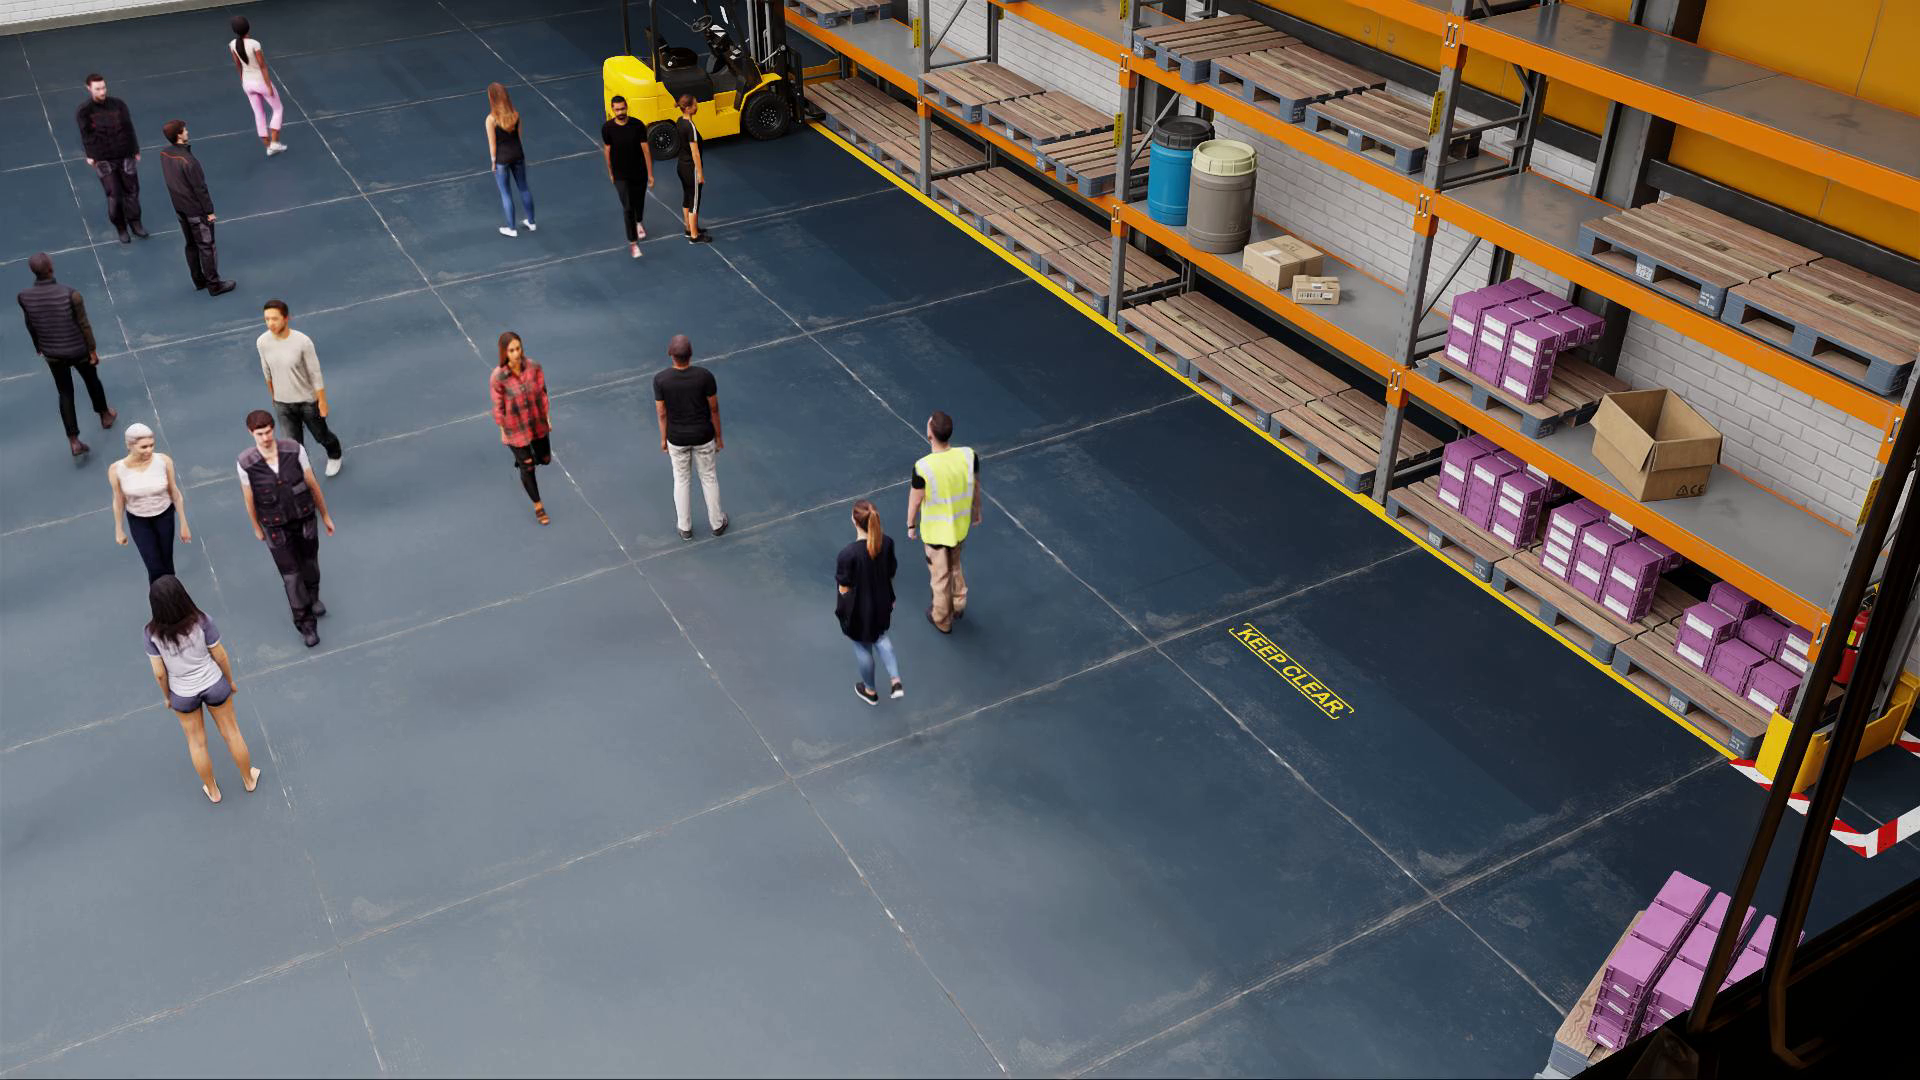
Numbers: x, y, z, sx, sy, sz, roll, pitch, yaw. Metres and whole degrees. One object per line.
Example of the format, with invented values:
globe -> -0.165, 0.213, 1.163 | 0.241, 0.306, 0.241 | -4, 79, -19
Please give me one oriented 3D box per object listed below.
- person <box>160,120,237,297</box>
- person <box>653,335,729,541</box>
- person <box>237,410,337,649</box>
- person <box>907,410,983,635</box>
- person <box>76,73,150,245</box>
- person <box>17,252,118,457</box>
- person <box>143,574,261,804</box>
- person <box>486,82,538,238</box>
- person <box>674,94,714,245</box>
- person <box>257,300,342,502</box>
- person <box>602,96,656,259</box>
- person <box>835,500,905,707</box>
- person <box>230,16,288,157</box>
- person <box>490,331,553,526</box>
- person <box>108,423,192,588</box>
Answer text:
person -> -7.950, -3.439, 17.198 | 0.687, 1.840, 0.842 | 20, 38, 27
person -> -2.151, -0.813, 13.278 | 0.736, 1.805, 0.724 | -5, 34, -7
person -> -4.996, -0.190, 12.322 | 0.731, 1.826, 0.998 | -23, 40, -31
person -> -0.078, -0.080, 12.148 | 0.706, 1.836, 0.697 | -18, 38, -25
person -> -9.366, -4.233, 18.345 | 0.761, 1.892, 0.764 | -26, 42, -34
person -> -7.790, -1.576, 14.436 | 0.976, 1.795, 1.267 | -6, 34, -9
person -> -4.895, 0.953, 10.687 | 0.594, 1.734, 0.515 | -15, 37, -22
person -> -5.013, -4.235, 18.502 | 0.602, 1.722, 0.640 | 29, 43, 36
person -> -2.985, -4.104, 18.353 | 0.645, 1.668, 0.464 | -16, 37, -22
person -> -5.485, -1.206, 13.894 | 1.034, 1.779, 1.245 | 0, 34, 0
person -> -3.607, -4.028, 18.199 | 0.766, 1.714, 1.202 | -11, 35, -16
person -> -0.590, 0.500, 11.422 | 0.658, 1.673, 0.791 | -22, 39, -29
person -> -8.698, -5.562, 20.488 | 0.715, 1.734, 0.768 | 7, 34, 11
person -> -3.586, -0.958, 13.601 | 0.661, 1.689, 0.886 | -21, 39, -28
person -> -6.023, -0.154, 12.407 | 0.684, 1.673, 0.686 | -18, 38, -25
